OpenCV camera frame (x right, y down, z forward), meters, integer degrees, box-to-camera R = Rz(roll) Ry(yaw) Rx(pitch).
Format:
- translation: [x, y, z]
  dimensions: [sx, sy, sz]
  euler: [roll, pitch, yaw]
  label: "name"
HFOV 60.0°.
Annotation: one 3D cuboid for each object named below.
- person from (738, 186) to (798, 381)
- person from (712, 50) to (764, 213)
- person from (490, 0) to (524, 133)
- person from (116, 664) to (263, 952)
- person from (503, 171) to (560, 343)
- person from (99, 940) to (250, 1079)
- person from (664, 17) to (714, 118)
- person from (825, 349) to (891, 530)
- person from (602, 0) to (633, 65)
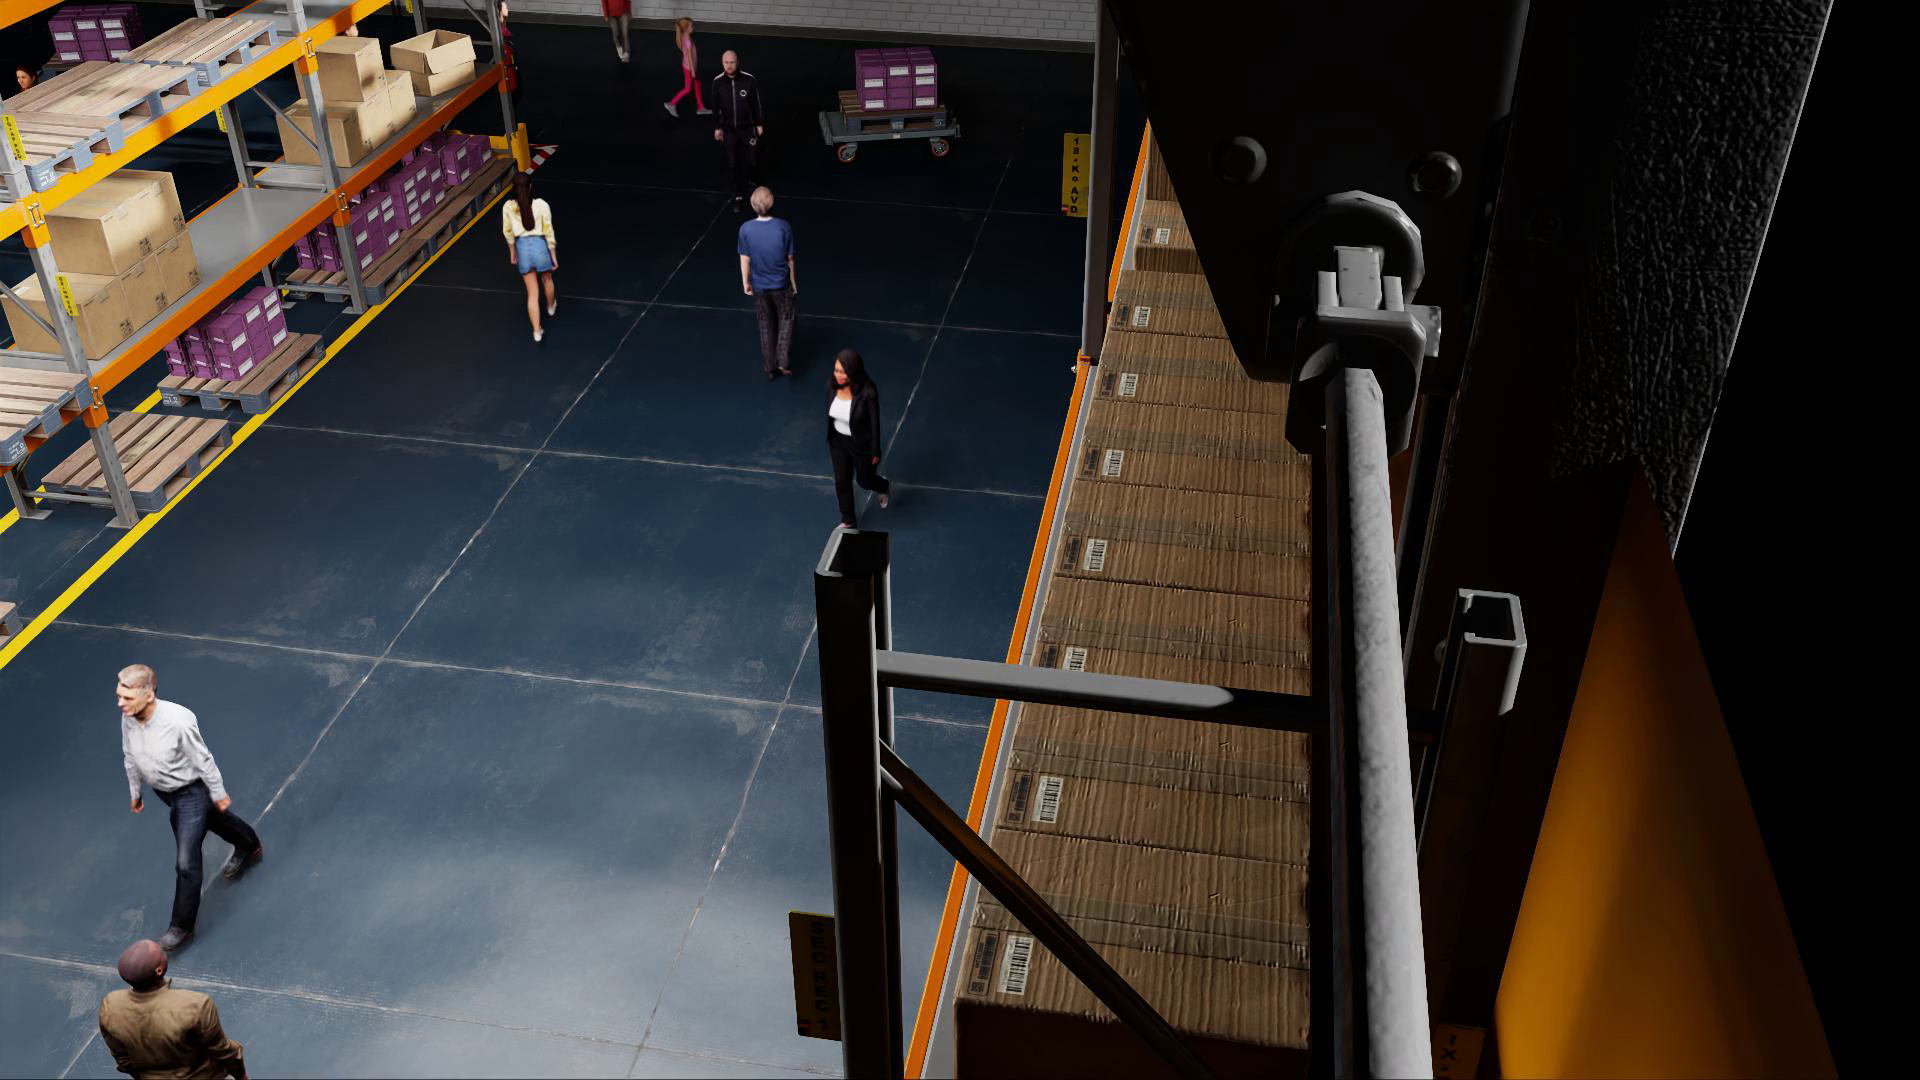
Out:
- translation: [-1.703, -2.255, 15.023]
  dimensions: [0.735, 1.857, 0.783]
  euler: [0, 34, 0]
  label: "person"
- translation: [-2.464, -4.595, 18.575]
  dimensions: [0.759, 1.820, 0.780]
  euler: [0, 34, 0]
  label: "person"
- translation: [-5.741, -5.866, 20.649]
  dimensions: [0.741, 1.642, 0.613]
  euler: [-6, 34, -9]
  label: "person"
- translation: [-4.437, 1.393, 9.610]
  dimensions: [0.830, 1.772, 1.231]
  euler: [12, 35, 18]
  label: "person"
- translation: [-4.095, -2.672, 15.897]
  dimensions: [0.900, 1.582, 1.214]
  euler: [-4, 34, -6]
  label: "person"
- translation: [-3.617, 2.556, 7.813]
  dimensions: [0.760, 1.825, 0.643]
  euler: [0, 34, 0]
  label: "person"
- translation: [-3.514, -6.019, 21.230]
  dimensions: [0.734, 1.253, 0.854]
  euler: [-5, 34, -8]
  label: "person"
- translation: [-0.787, -0.792, 13.052]
  dimensions: [0.774, 1.601, 0.950]
  euler: [15, 36, 21]
  label: "person"
- translation: [-4.756, -7.355, 23.124]
  dimensions: [0.743, 1.382, 1.012]
  euler: [-8, 34, -12]
  label: "person"
